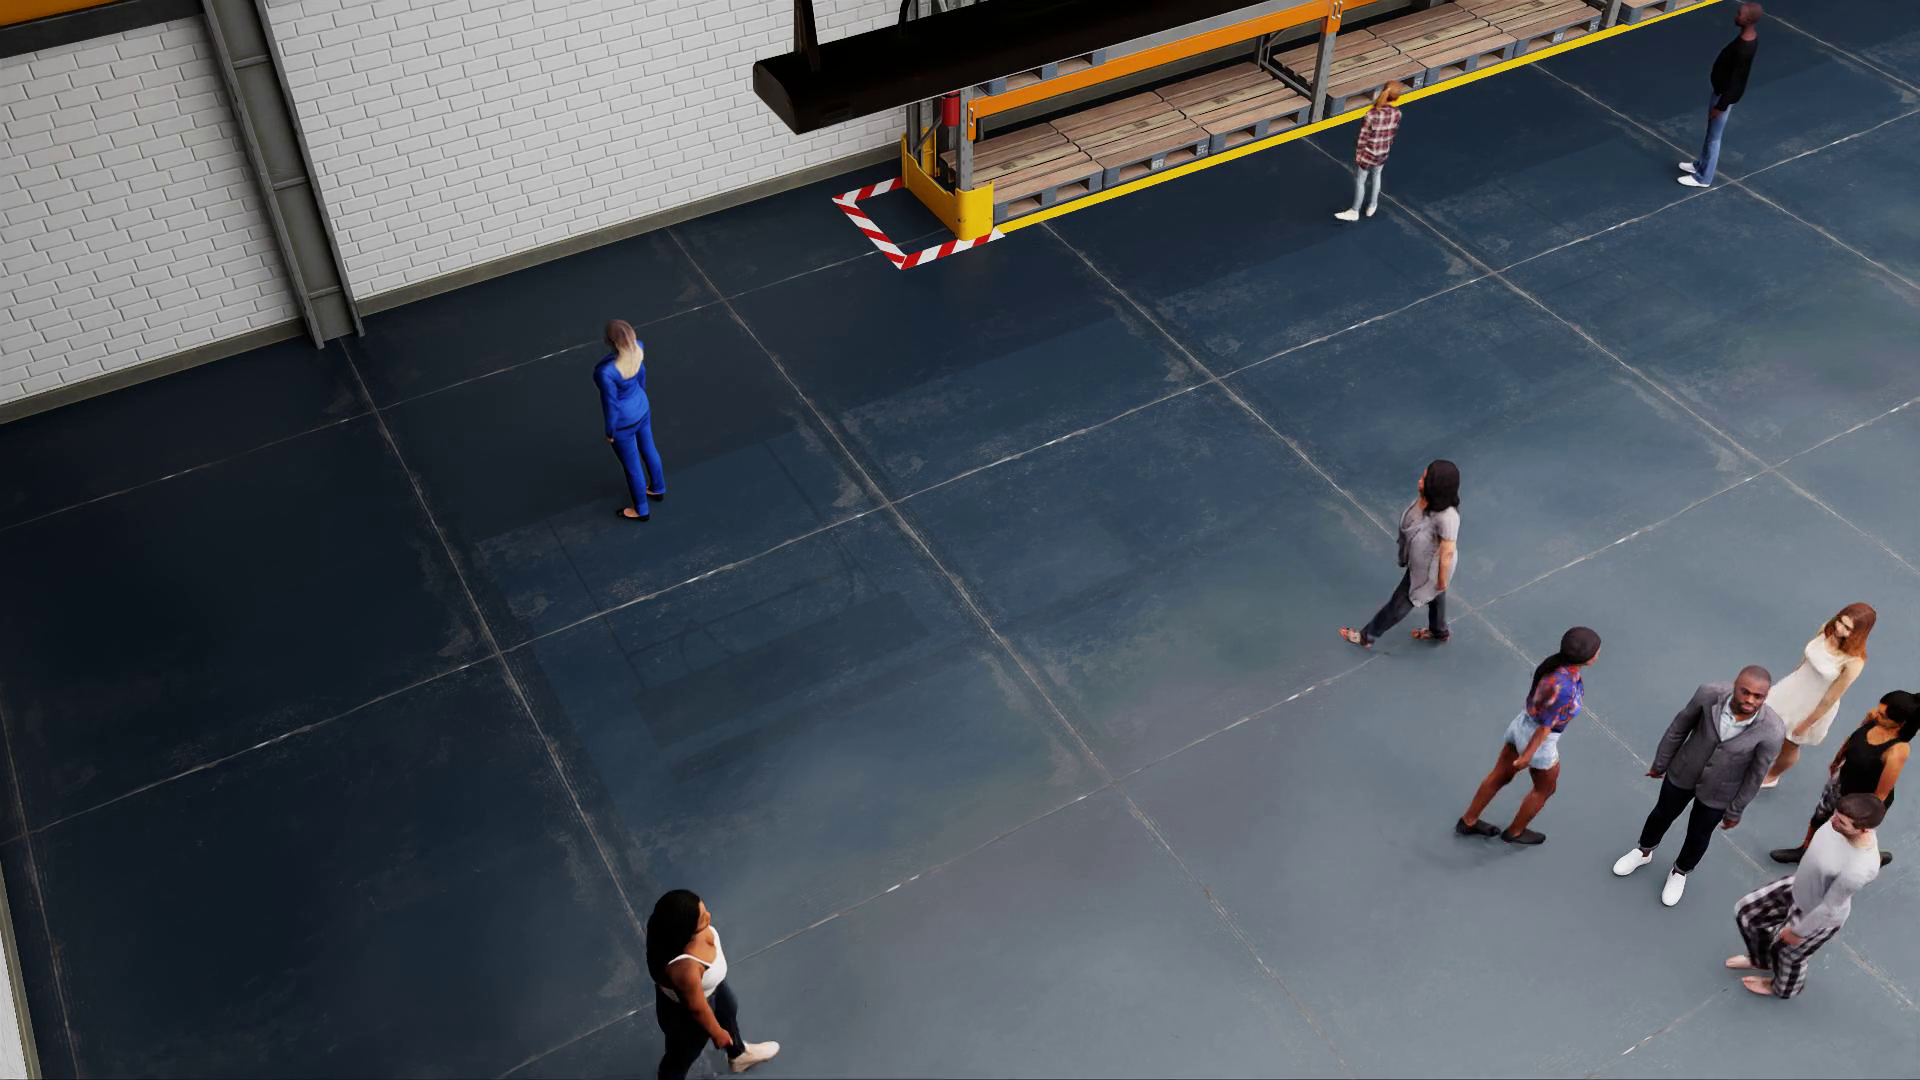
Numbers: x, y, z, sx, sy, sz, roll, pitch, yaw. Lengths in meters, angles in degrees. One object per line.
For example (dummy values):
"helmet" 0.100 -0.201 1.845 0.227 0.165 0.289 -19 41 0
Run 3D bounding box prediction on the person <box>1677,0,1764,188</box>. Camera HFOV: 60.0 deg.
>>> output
"person" 6.926 -4.026 15.032 0.739 1.750 0.657 16 46 16

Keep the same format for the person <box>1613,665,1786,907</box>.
"person" 4.182 1.346 9.342 0.695 1.821 0.771 -34 53 -31

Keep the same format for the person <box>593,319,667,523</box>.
"person" -2.326 -0.861 11.745 0.768 1.701 0.681 16 46 17

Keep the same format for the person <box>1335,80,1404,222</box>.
"person" 3.660 -3.431 14.743 0.482 1.286 0.761 -23 48 -22

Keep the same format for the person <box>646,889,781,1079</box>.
"person" -1.454 2.334 8.331 1.007 1.784 0.827 -8 44 -9

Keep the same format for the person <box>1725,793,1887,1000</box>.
"person" 4.589 1.917 8.737 0.888 1.828 0.830 11 45 12

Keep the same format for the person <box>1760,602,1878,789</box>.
"person" 5.114 0.949 9.849 0.766 1.695 0.708 -3 44 -3

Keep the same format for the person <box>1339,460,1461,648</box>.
"person" 3.120 0.128 10.805 1.102 1.566 0.967 3 44 3

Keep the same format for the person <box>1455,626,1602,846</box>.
"person" 3.239 1.173 9.611 0.901 1.700 0.827 11 45 11

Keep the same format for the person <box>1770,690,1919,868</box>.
"person" 5.163 1.415 9.385 0.969 1.662 0.894 10 44 10
